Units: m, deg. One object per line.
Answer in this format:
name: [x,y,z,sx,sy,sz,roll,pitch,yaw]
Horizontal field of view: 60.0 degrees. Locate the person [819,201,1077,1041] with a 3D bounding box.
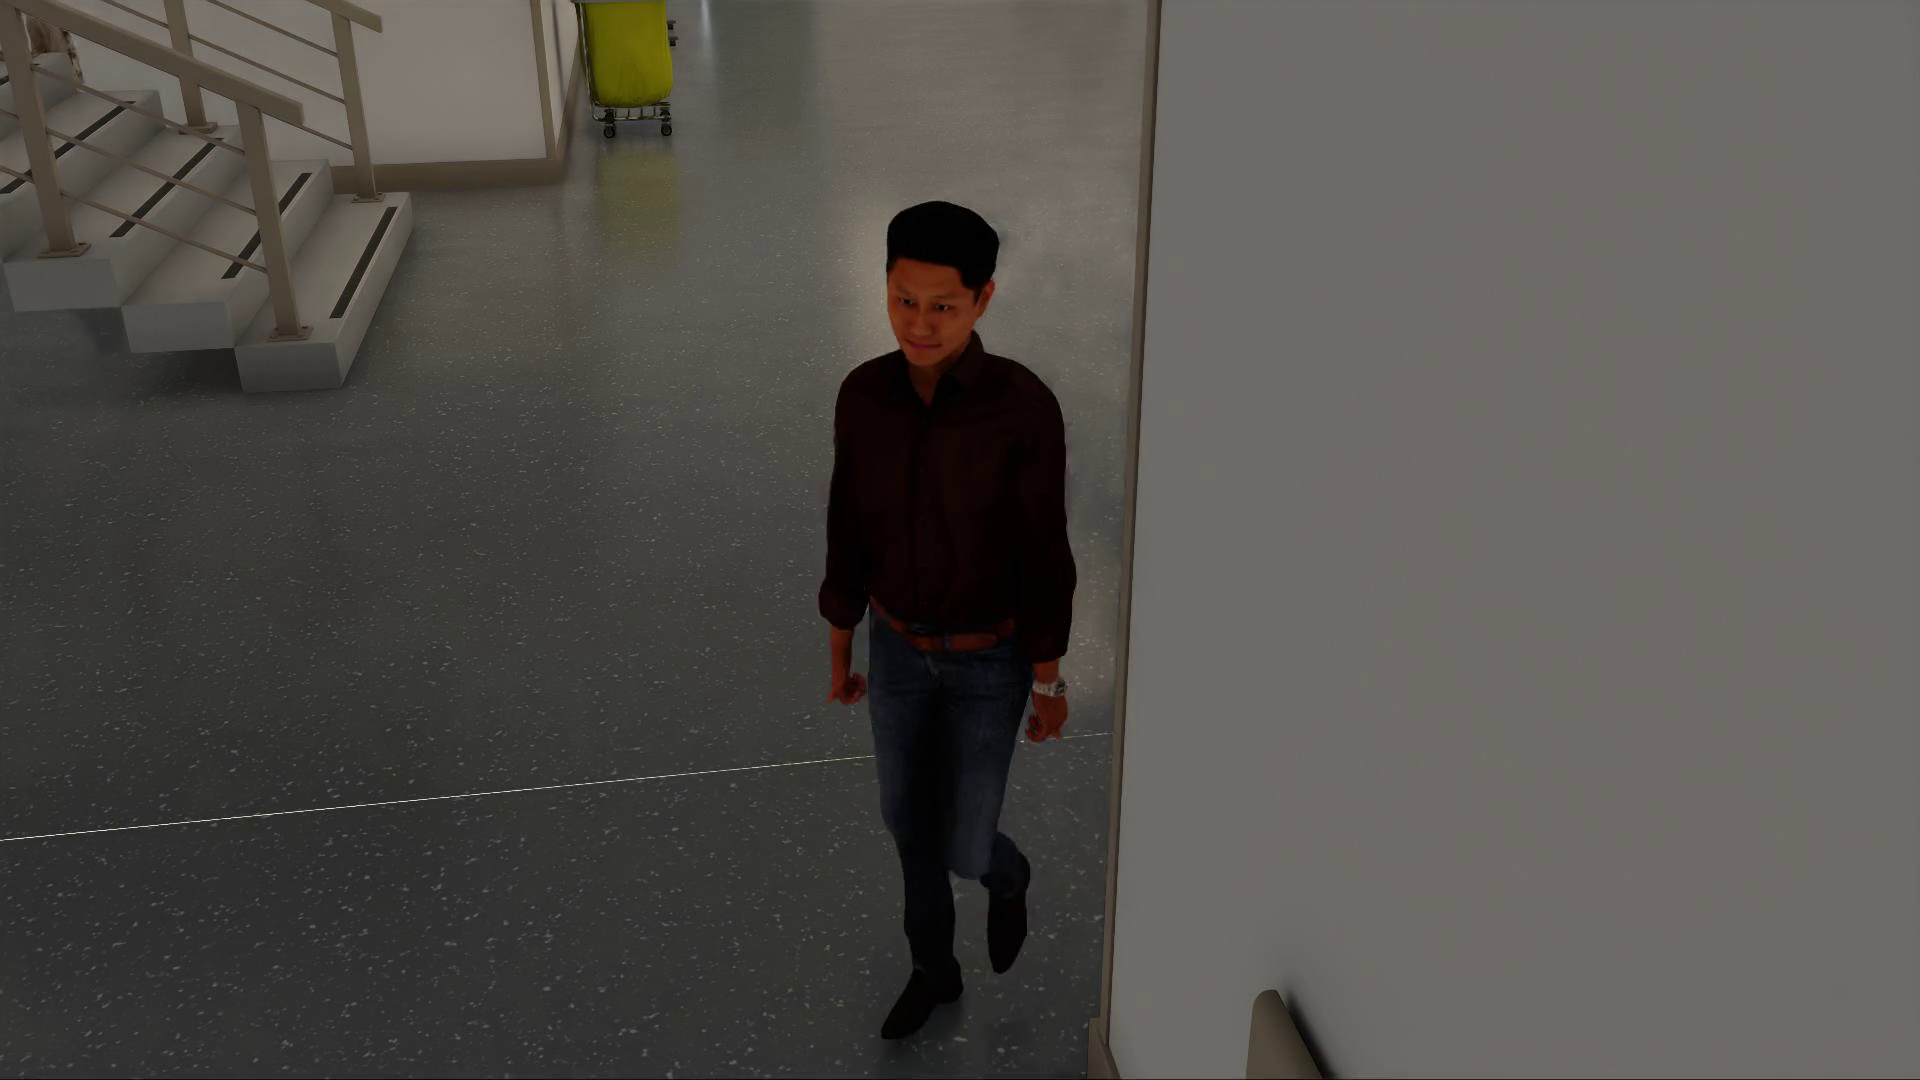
person: [0.020,0.190,3.264,0.826,1.765,0.895,13,29,25]
